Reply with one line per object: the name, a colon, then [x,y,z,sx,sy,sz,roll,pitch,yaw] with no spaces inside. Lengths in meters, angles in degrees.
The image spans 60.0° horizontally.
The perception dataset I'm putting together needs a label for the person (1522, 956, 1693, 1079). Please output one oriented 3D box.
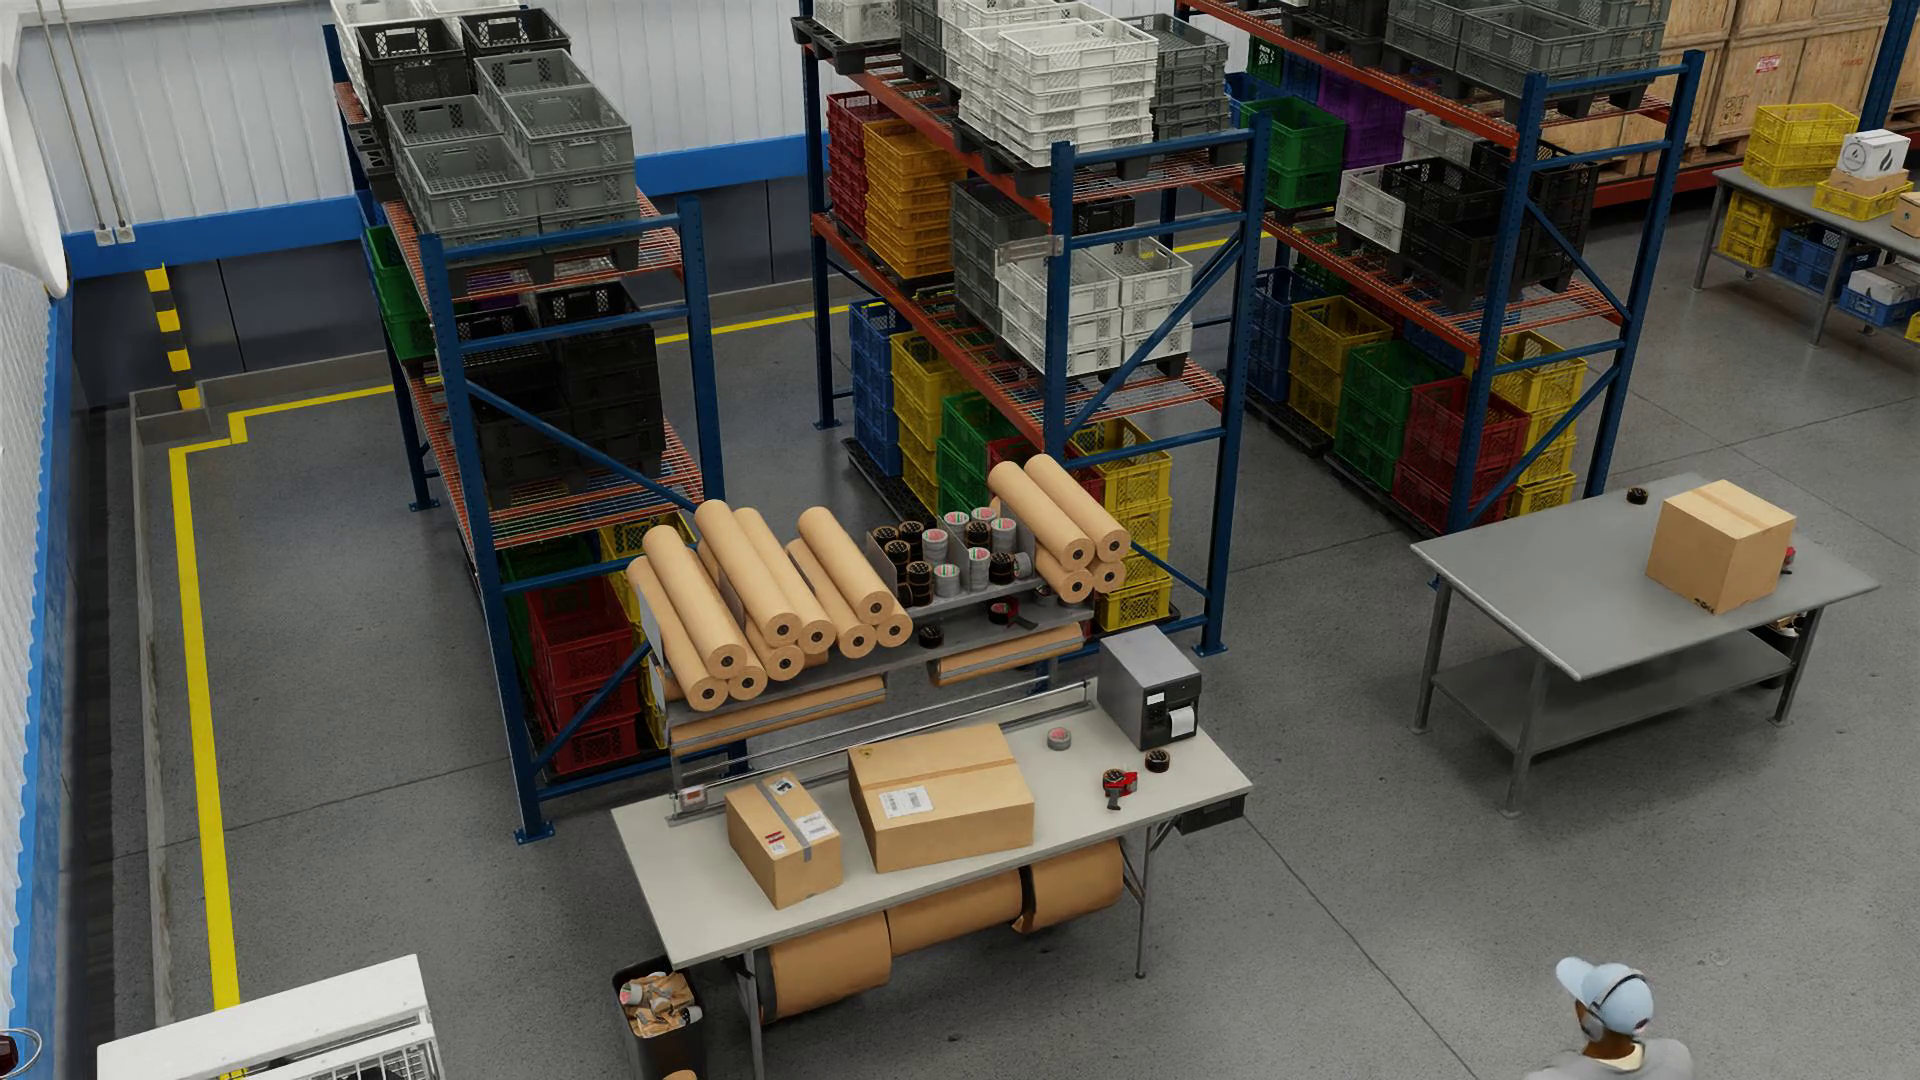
person: [1.884,2.005,5.203,0.598,1.850,0.386,-10,33,-16]
